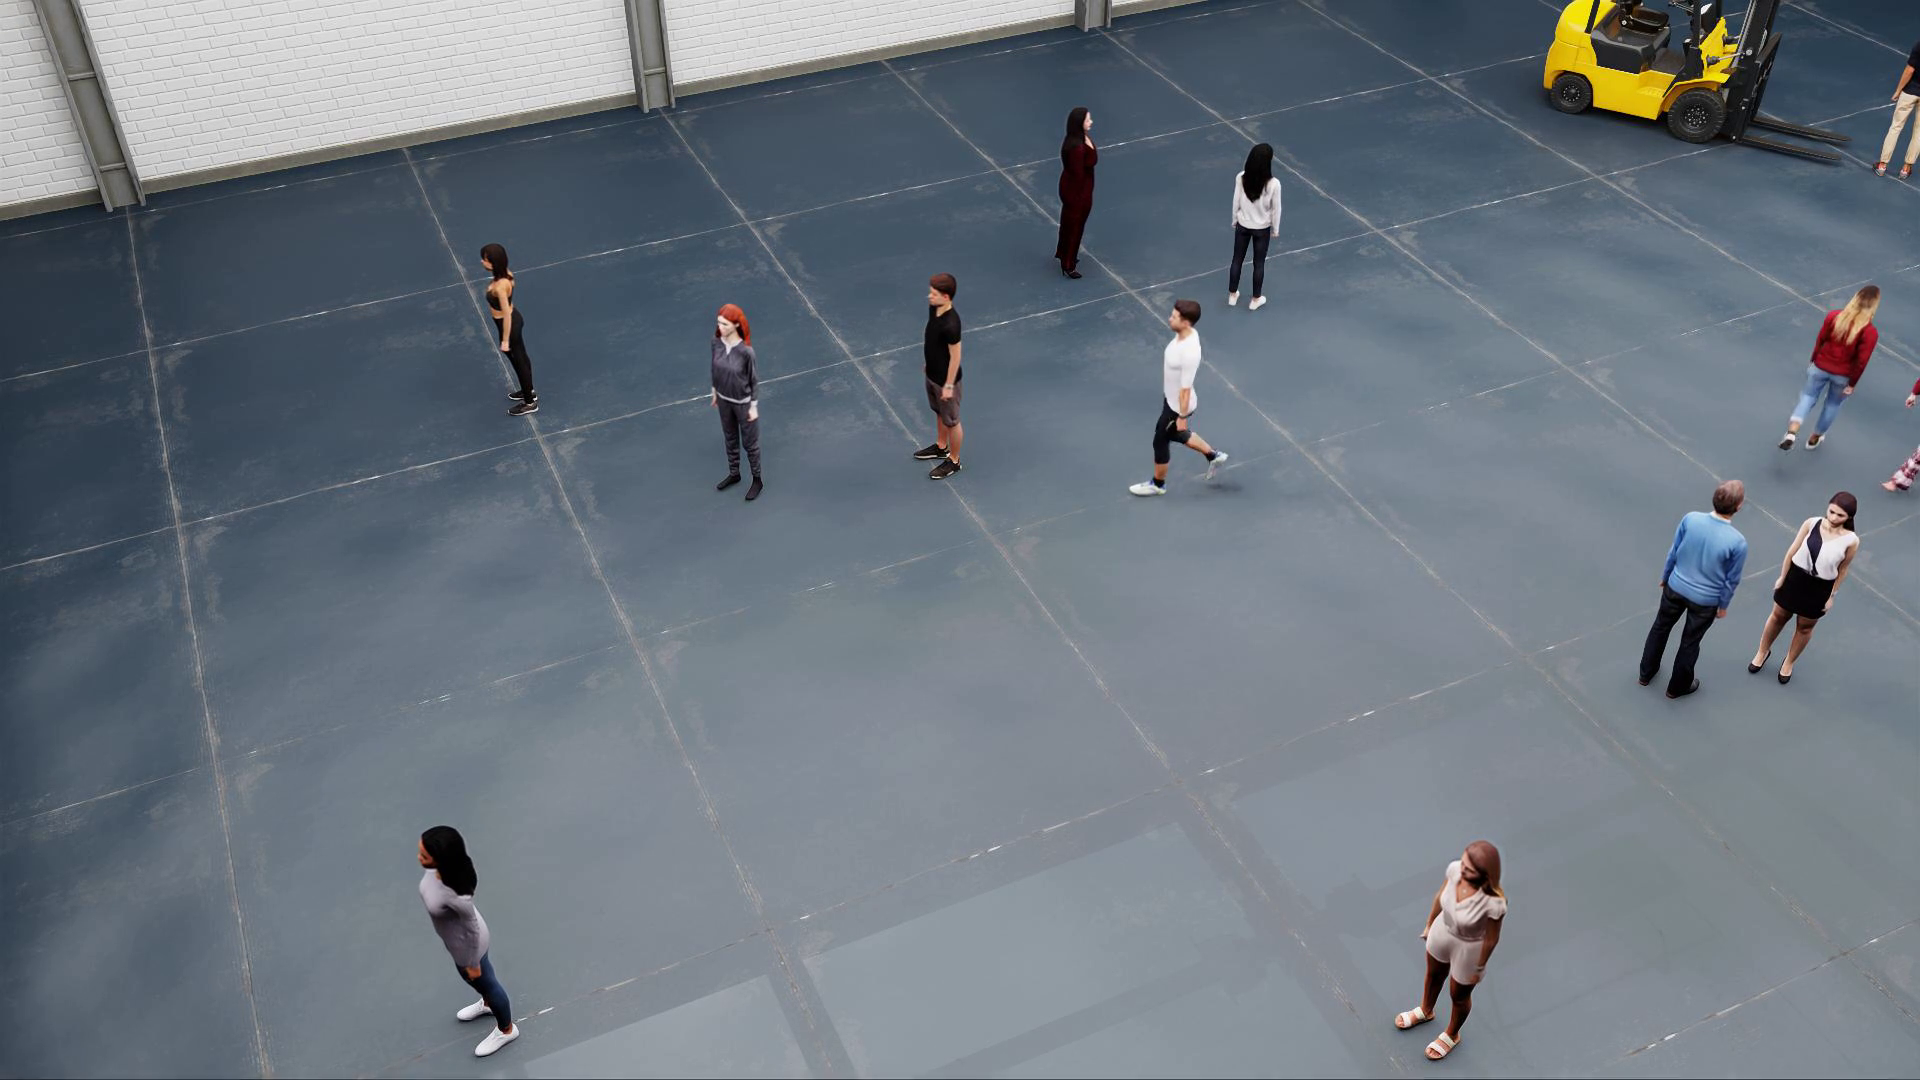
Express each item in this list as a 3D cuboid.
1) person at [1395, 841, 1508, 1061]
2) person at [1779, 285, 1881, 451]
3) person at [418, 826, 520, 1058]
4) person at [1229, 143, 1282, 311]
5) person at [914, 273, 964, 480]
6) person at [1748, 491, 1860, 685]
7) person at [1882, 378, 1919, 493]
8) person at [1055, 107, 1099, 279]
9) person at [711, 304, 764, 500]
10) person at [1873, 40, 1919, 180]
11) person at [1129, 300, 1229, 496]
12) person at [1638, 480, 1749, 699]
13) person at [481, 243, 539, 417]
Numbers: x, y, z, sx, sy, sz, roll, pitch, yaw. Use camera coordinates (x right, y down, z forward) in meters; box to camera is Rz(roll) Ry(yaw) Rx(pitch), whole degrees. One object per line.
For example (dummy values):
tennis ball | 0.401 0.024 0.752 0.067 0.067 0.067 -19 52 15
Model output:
person | 2.807 2.275 9.339 0.561 1.695 0.585 -21 43 -24
person | 7.307 -1.383 13.986 0.800 1.612 0.961 28 47 31
person | -2.774 2.231 9.362 0.548 1.736 0.628 -21 43 -24
person | 2.813 -3.018 15.964 0.712 1.700 0.754 16 41 19
person | -0.128 -1.387 13.791 0.575 1.861 0.666 -15 41 -18
person | 6.020 0.332 11.809 0.631 1.649 0.648 24 45 27
person | 8.199 -1.157 13.675 1.080 1.648 0.632 -17 42 -20
person | 1.138 -3.458 16.469 0.755 1.757 0.759 -1 39 -1
person | -1.819 -1.137 13.545 0.655 1.779 0.680 20 43 23
person | 10.467 -4.853 18.135 0.707 1.858 0.755 14 41 17
person | 1.851 -1.133 13.495 1.151 1.834 0.944 -1 39 -1
person | 5.161 0.333 11.672 0.652 1.818 0.709 -29 47 -31
person | -3.932 -1.859 14.558 0.584 1.643 0.617 -5 39 -6
